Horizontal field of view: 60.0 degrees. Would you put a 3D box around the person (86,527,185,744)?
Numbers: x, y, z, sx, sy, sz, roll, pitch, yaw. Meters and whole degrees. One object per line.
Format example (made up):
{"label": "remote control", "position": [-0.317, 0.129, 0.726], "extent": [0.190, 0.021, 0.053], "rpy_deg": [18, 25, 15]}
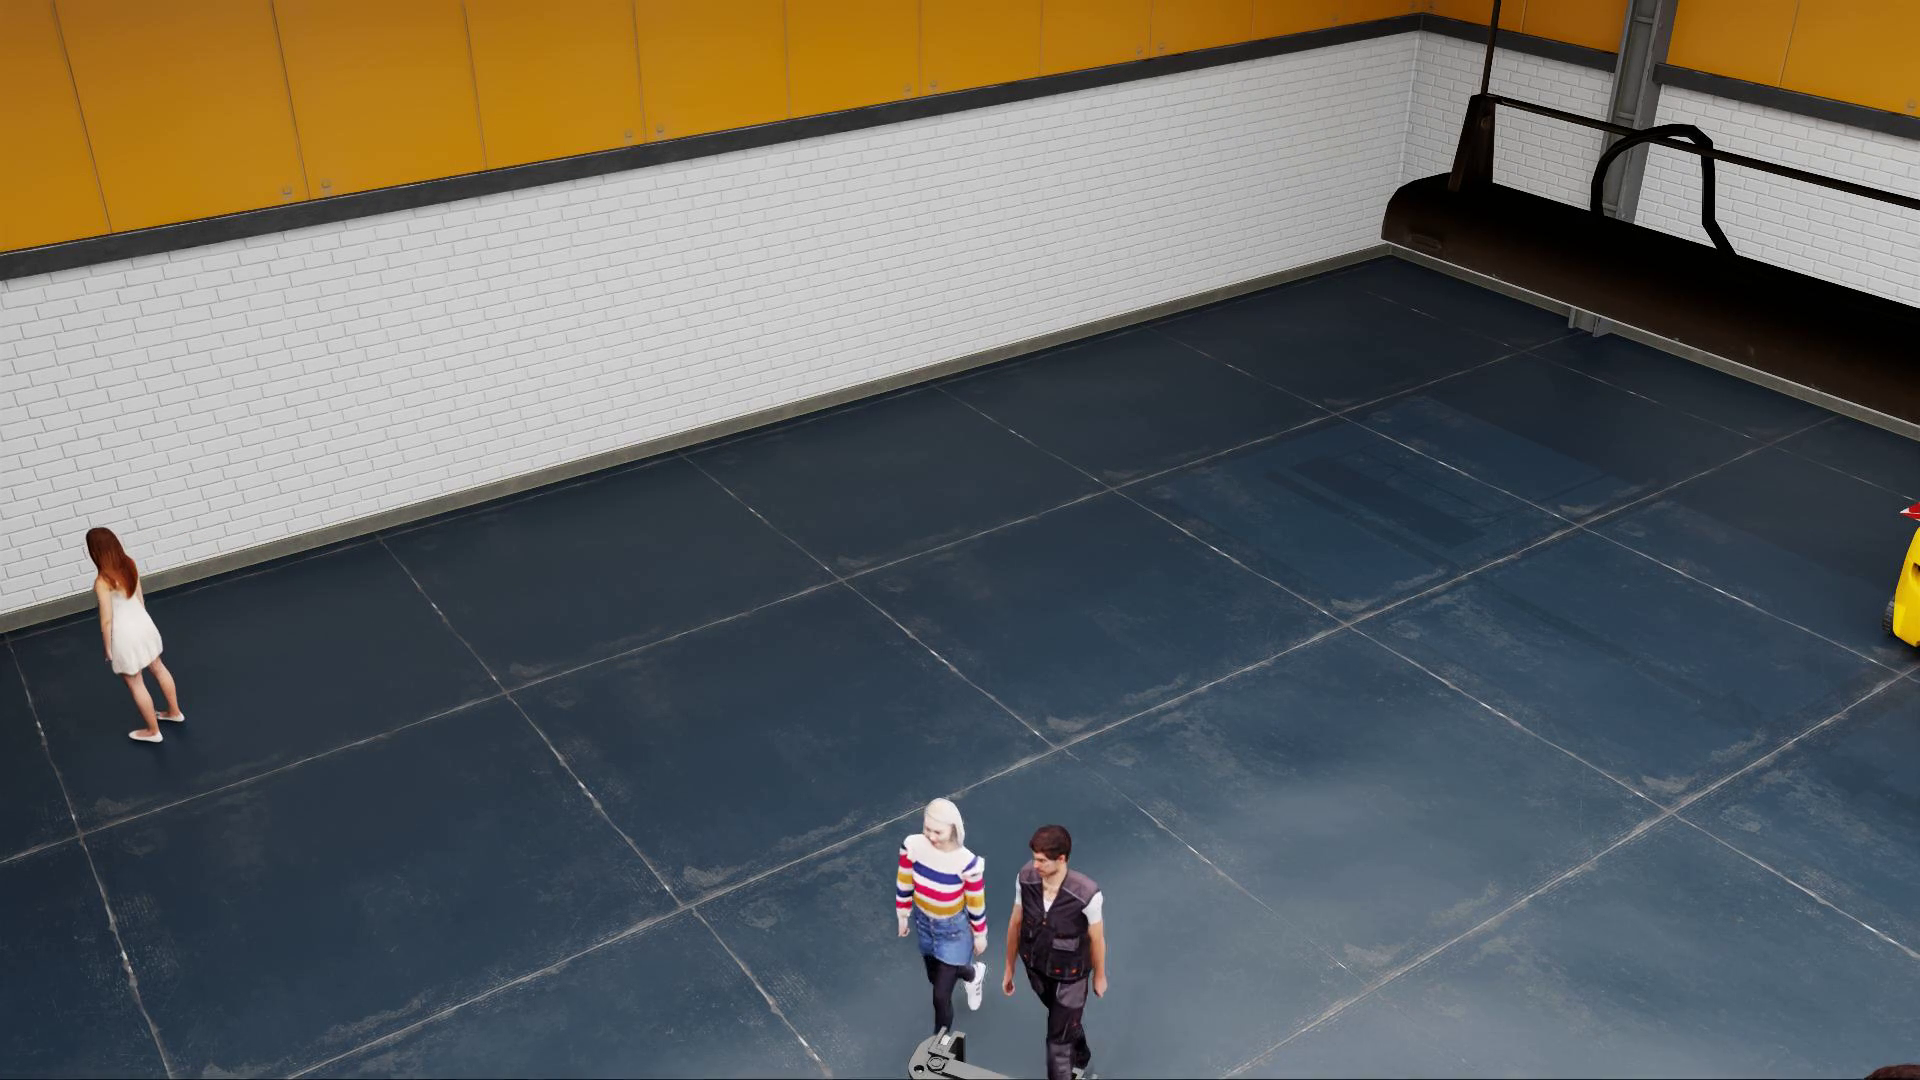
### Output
{"label": "person", "position": [-5.890, 0.668, 11.845], "extent": [0.701, 1.705, 0.655], "rpy_deg": [8, 30, 14]}

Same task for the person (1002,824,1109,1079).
{"label": "person", "position": [0.577, 2.219, 8.883], "extent": [0.969, 1.820, 0.905], "rpy_deg": [18, 33, 29]}

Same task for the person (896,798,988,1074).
{"label": "person", "position": [-0.046, 2.090, 9.157], "extent": [1.094, 1.784, 1.022], "rpy_deg": [14, 32, 24]}
